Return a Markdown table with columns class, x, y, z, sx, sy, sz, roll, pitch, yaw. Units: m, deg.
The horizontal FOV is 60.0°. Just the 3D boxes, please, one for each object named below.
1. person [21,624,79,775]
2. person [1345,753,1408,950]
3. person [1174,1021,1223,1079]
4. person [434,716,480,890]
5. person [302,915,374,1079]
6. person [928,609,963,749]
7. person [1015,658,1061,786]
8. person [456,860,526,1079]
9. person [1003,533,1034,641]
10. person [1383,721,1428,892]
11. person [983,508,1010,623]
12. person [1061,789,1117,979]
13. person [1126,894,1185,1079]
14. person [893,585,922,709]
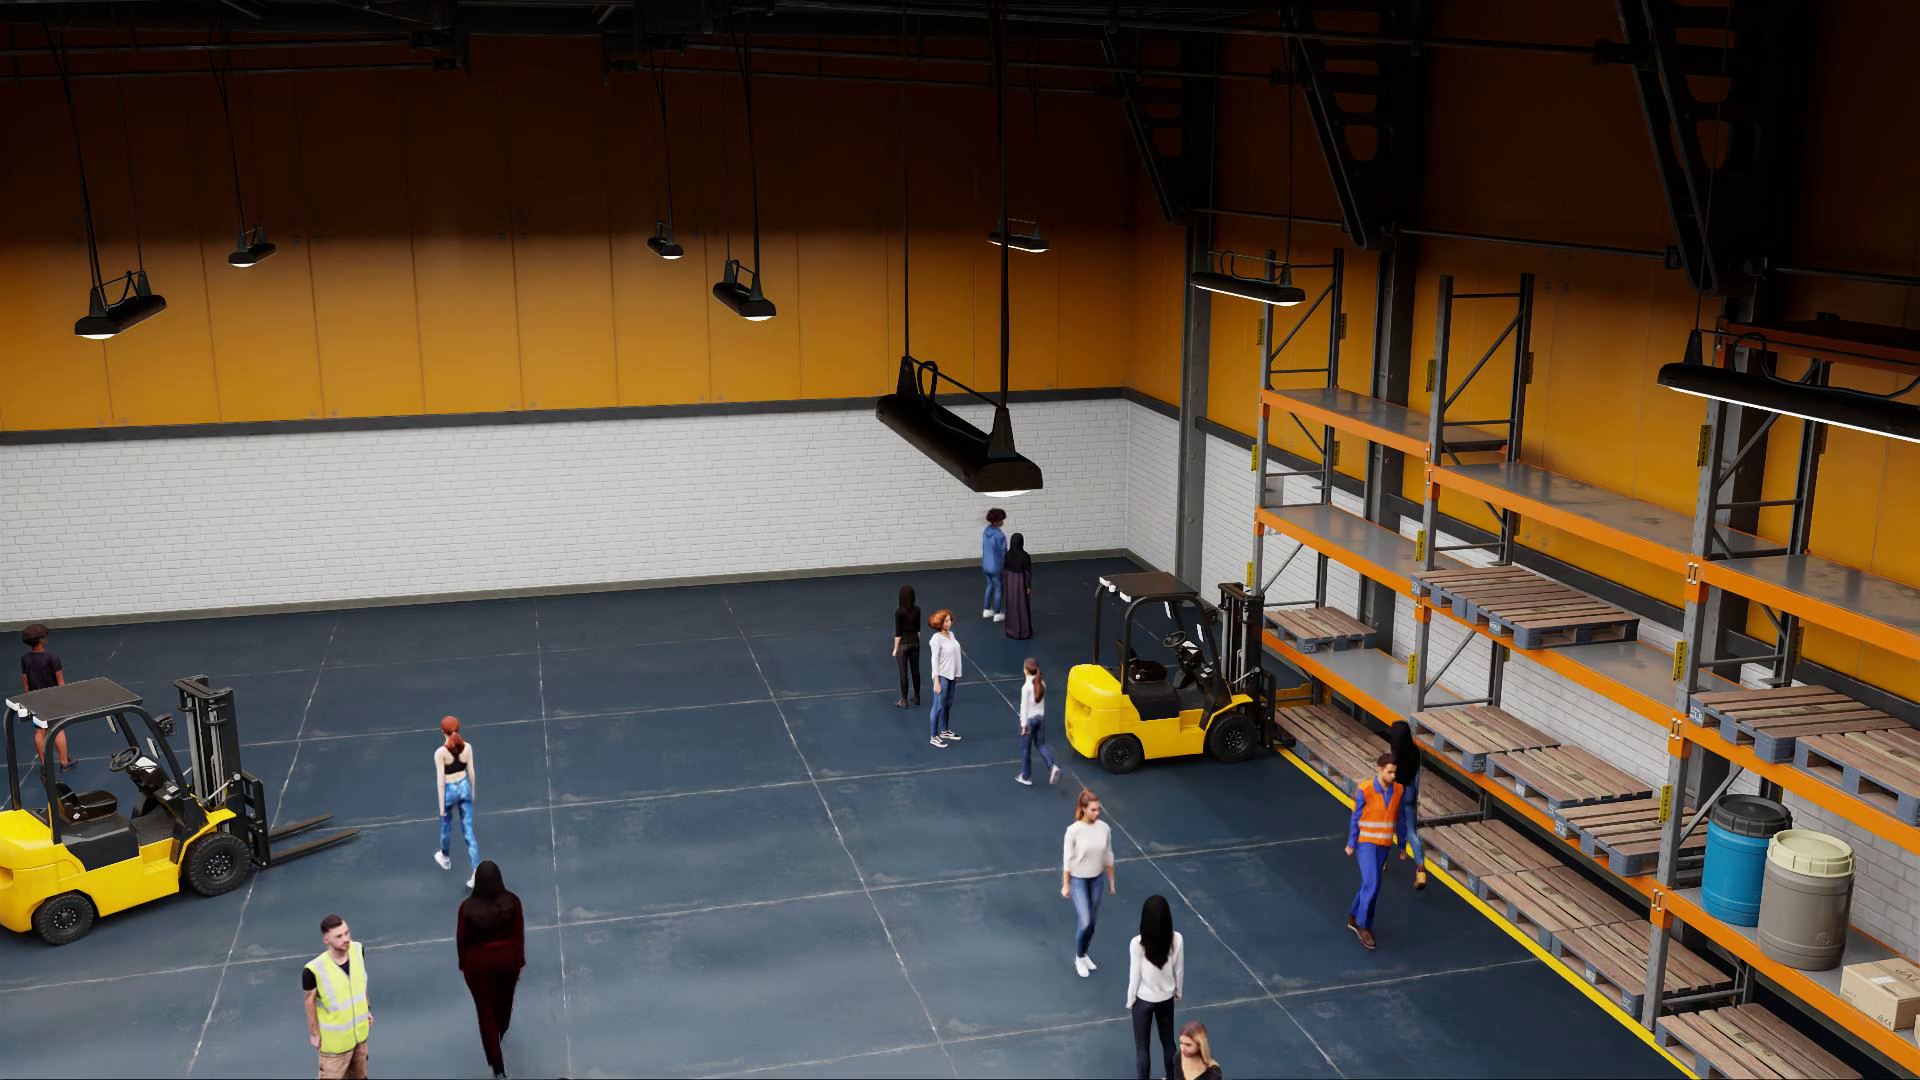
| class | x | y | z | sx | sy | sz | roll | pitch | yaw |
| --- | --- | --- | --- | --- | --- | --- | --- | --- | --- |
| person | -10.778 | 1.865 | 19.595 | 0.635 | 1.794 | 0.597 | -2 | 14 | -6 |
| person | 3.820 | 2.827 | 15.538 | 0.744 | 1.833 | 0.801 | -4 | 14 | -18 |
| person | 1.678 | 3.975 | 11.224 | 1.016 | 1.633 | 0.969 | 12 | 18 | 40 |
| person | -4.957 | 2.645 | 16.508 | 0.953 | 1.730 | 1.300 | -11 | 17 | -38 |
| person | -4.557 | 3.609 | 12.282 | 0.917 | 1.846 | 0.858 | 8 | 16 | 30 |
| person | -0.210 | 1.670 | 20.574 | 0.811 | 1.712 | 0.754 | 8 | 16 | 30 |
| person | 0.894 | 2.112 | 19.102 | 0.741 | 1.547 | 0.948 | -11 | 17 | -38 |
| person | -3.709 | 3.441 | 13.253 | 0.791 | 1.715 | 1.113 | -6 | 15 | -23 |
| person | 0.854 | 0.672 | 24.905 | 0.715 | 1.614 | 0.776 | 8 | 16 | 29 |
| person | 4.424 | 2.670 | 16.550 | 0.655 | 1.663 | 1.211 | -4 | 14 | -16 |
| person | 0.503 | 0.399 | 25.646 | 0.852 | 1.796 | 0.718 | -10 | 17 | -36 |
| person | 1.092 | 3.043 | 14.915 | 0.676 | 1.707 | 0.687 | -6 | 15 | -24 |
| person | 1.504 | 3.541 | 12.871 | 0.630 | 1.700 | 0.556 | -5 | 14 | -19 |
| person | -0.678 | 1.390 | 21.878 | 0.635 | 1.642 | 0.620 | -10 | 17 | -36 |
